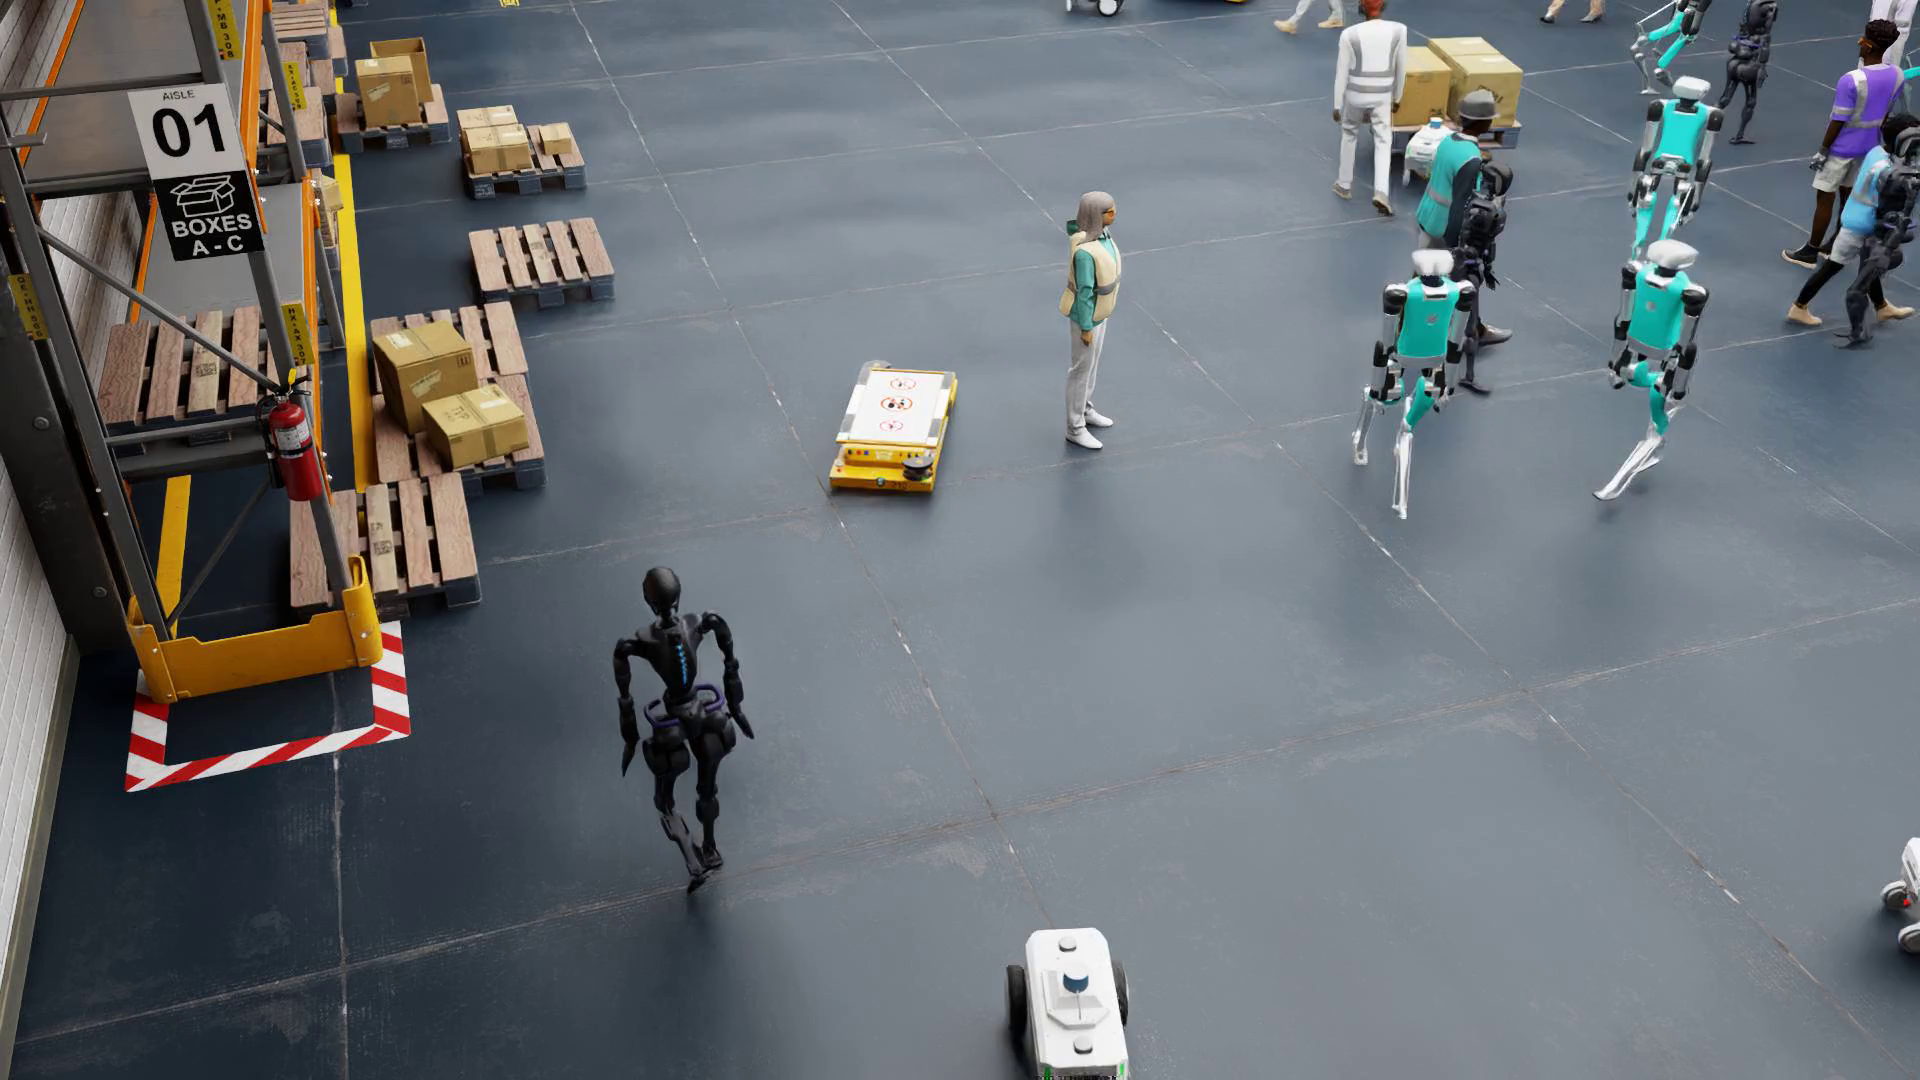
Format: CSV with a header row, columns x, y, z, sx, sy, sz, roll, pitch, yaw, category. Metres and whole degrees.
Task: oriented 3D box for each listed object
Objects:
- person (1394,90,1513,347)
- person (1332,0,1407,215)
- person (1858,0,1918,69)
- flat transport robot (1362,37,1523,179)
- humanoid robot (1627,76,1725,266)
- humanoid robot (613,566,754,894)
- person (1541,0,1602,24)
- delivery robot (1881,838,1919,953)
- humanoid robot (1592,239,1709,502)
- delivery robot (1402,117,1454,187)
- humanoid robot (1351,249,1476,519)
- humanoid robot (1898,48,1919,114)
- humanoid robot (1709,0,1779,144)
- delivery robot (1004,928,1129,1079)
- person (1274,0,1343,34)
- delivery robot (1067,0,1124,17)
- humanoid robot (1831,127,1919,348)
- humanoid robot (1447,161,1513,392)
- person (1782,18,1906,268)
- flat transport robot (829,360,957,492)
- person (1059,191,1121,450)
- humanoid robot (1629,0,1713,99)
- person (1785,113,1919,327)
x,y,z,sx,sy,sz,roll,pitch,yaw,category
3.604,-2.253,11.819,0.931,1.906,0.573,-6,34,-9,person
3.472,-3.729,14.132,0.596,1.857,0.742,2,33,3,person
8.418,-4.433,15.142,0.381,1.929,0.541,-2,33,-2,person
4.416,-3.705,15.542,0.659,0.231,1.431,-3,33,-5,flat transport robot
5.187,-2.491,12.320,0.544,1.710,1.013,17,37,25,humanoid robot
-1.170,0.851,7.266,0.609,1.637,0.492,-17,37,-24,humanoid robot
7.054,-6.641,18.792,0.894,1.620,0.497,-16,36,-23,person
4.504,1.554,7.227,0.805,0.609,0.499,6,34,9,delivery robot
4.271,-1.049,10.107,1.026,1.706,0.535,-22,39,-30,humanoid robot
4.249,-3.501,14.982,0.499,0.613,0.807,15,36,21,delivery robot
2.677,-1.076,10.189,0.545,1.768,0.957,-2,33,-3,humanoid robot
9.158,-4.572,15.548,0.530,1.782,0.836,-10,34,-15,humanoid robot
7.263,-4.505,15.500,0.667,1.624,0.600,-1,33,-1,humanoid robot
0.453,1.915,6.666,0.499,0.602,0.795,-2,33,-3,delivery robot
4.005,-6.588,18.551,0.956,1.821,0.468,-10,34,-14,person
1.589,-6.473,19.542,0.786,0.614,0.525,7,34,11,delivery robot
6.573,-2.164,11.893,0.439,1.638,0.591,2,33,4,humanoid robot
3.462,-1.853,11.480,0.790,1.620,0.600,25,41,33,humanoid robot
6.970,-3.098,13.058,0.606,1.966,0.368,-13,35,-19,person
-0.421,-0.771,11.041,0.659,0.231,1.431,4,33,5,flat transport robot
0.828,-1.430,10.729,0.364,1.711,0.470,10,34,15,person
6.985,-5.073,16.305,0.866,1.789,0.557,1,33,2,humanoid robot
6.665,-2.287,12.100,0.890,1.646,0.541,13,35,18,person
